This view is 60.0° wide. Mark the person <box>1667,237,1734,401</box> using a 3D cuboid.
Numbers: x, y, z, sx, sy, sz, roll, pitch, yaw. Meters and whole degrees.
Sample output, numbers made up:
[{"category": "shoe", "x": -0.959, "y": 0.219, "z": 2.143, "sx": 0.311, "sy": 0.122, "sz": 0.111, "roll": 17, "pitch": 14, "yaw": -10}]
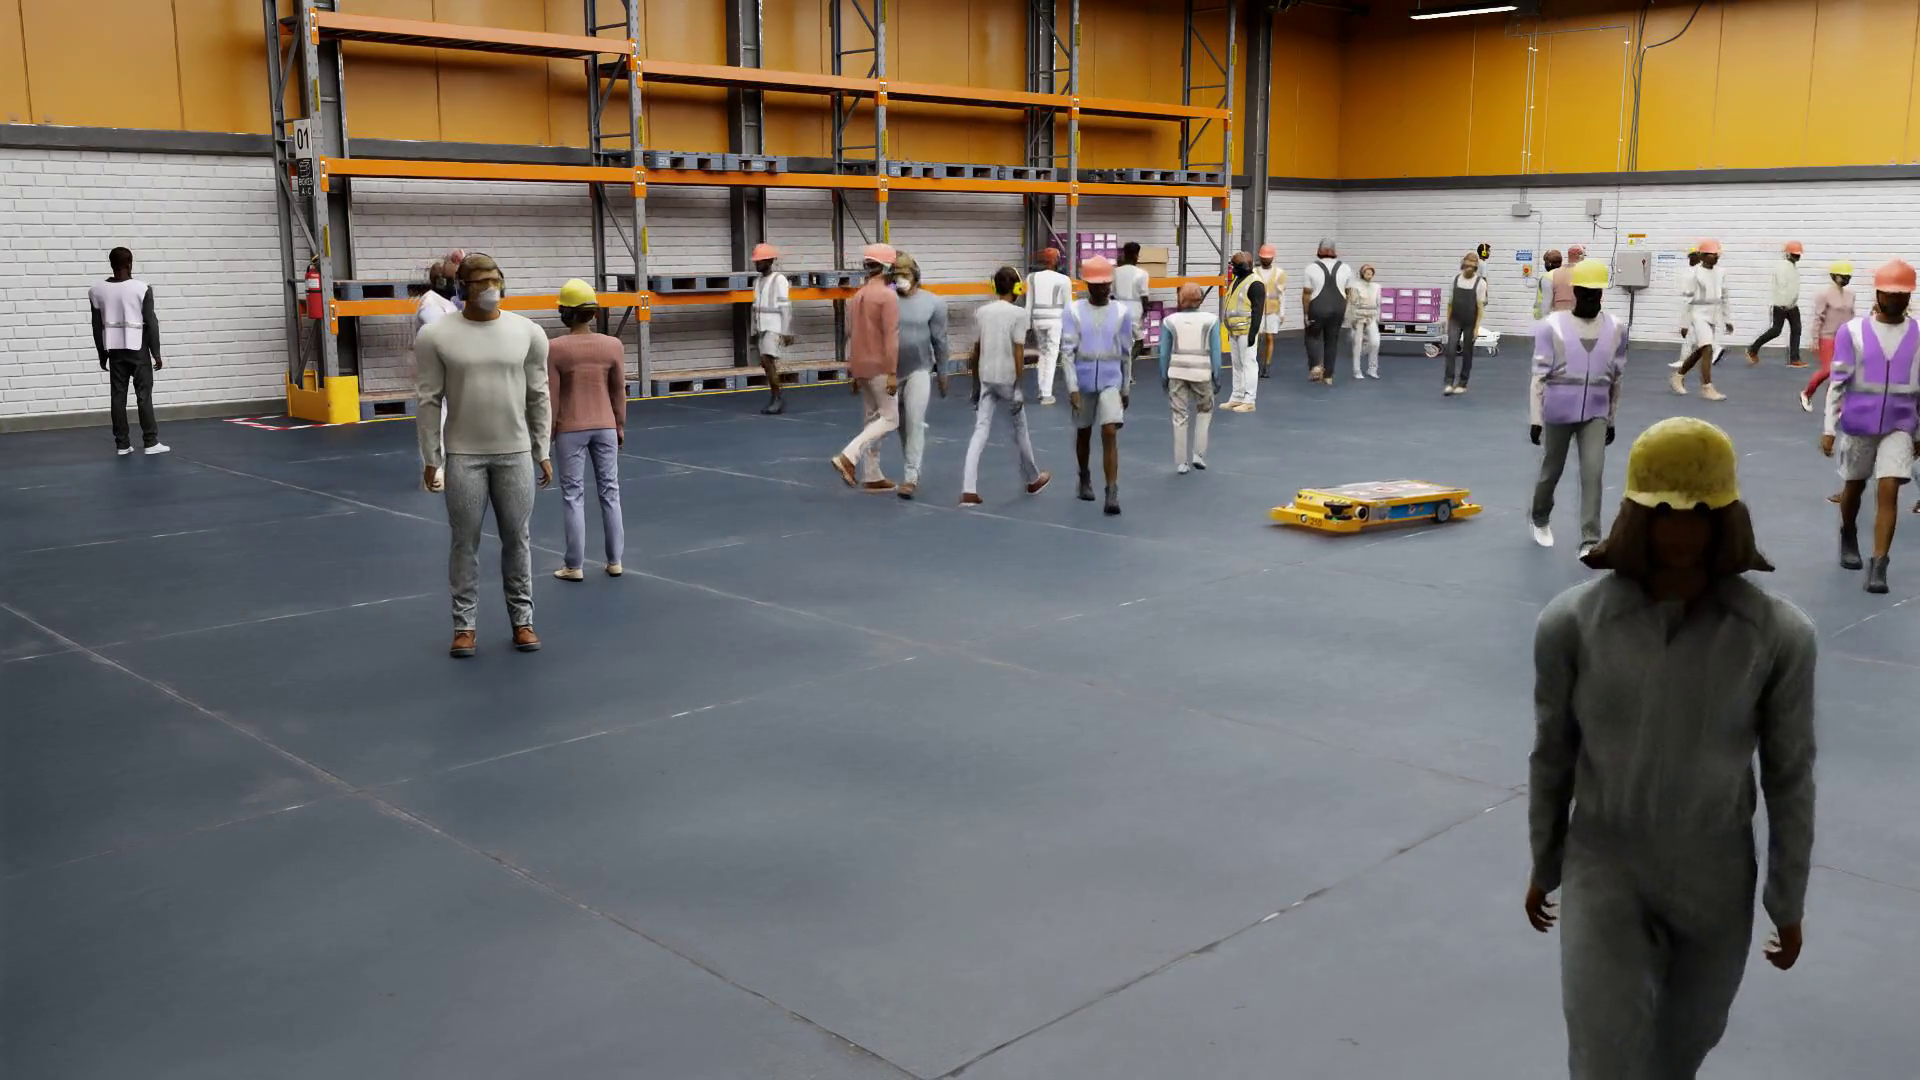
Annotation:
[{"category": "person", "x": 9.212, "y": -2.754, "z": 20.683, "sx": 0.619, "sy": 2.010, "sz": 1.005, "roll": -4, "pitch": 11, "yaw": -22}]

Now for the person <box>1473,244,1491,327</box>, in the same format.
[{"category": "person", "x": 9.490, "y": -4.458, "z": 30.329, "sx": 0.313, "sy": 1.866, "sz": 0.538, "roll": -2, "pitch": 11, "yaw": -8}]

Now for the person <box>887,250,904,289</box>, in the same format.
[{"category": "person", "x": -0.852, "y": -2.779, "z": 21.263, "sx": 0.457, "sy": 1.828, "sz": 0.595, "roll": -8, "pitch": 13, "yaw": -37}]

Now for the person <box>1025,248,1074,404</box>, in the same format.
[{"category": "person", "x": 1.120, "y": -2.580, "z": 20.096, "sx": 0.622, "sy": 1.860, "sz": 0.624, "roll": 6, "pitch": 12, "yaw": 28}]

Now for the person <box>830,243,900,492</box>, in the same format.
[{"category": "person", "x": -0.713, "y": -1.318, "z": 12.954, "sx": 0.692, "sy": 1.962, "sz": 0.636, "roll": -7, "pitch": 12, "yaw": -33}]

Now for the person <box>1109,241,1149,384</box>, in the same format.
[{"category": "person", "x": 2.260, "y": -3.042, "z": 22.398, "sx": 0.605, "sy": 1.951, "sz": 0.470, "roll": 6, "pitch": 12, "yaw": 31}]

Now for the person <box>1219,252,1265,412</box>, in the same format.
[{"category": "person", "x": 3.243, "y": -2.388, "z": 19.132, "sx": 0.430, "sy": 1.838, "sz": 0.619, "roll": -3, "pitch": 11, "yaw": -16}]

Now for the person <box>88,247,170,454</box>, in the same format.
[{"category": "person", "x": -7.690, "y": -1.740, "z": 15.374, "sx": 0.588, "sy": 1.917, "sz": 0.387, "roll": 0, "pitch": 10, "yaw": -2}]

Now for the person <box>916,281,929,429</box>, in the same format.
[{"category": "person", "x": -0.584, "y": -2.011, "z": 17.476, "sx": 0.524, "sy": 1.685, "sz": 0.536, "roll": 4, "pitch": 11, "yaw": 21}]

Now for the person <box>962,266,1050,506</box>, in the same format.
[{"category": "person", "x": 0.313, "y": -1.180, "z": 12.679, "sx": 0.540, "sy": 1.789, "sz": 1.043, "roll": 6, "pitch": 12, "yaw": 32}]

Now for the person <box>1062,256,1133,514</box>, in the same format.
[{"category": "person", "x": 1.017, "y": -1.165, "z": 12.374, "sx": 0.533, "sy": 1.882, "sz": 1.033, "roll": 0, "pitch": 10, "yaw": 1}]

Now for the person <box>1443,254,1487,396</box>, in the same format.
[{"category": "person", "x": 6.352, "y": -2.701, "z": 20.968, "sx": 0.512, "sy": 1.786, "sz": 0.845, "roll": 6, "pitch": 12, "yaw": 30}]

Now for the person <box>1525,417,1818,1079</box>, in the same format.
[{"category": "person", "x": 1.324, "y": 0.604, "z": 3.157, "sx": 0.495, "sy": 1.706, "sz": 0.853, "roll": 3, "pitch": 11, "yaw": 16}]

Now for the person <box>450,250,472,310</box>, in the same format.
[{"category": "person", "x": -4.782, "y": -1.907, "z": 16.404, "sx": 0.897, "sy": 1.870, "sz": 0.670, "roll": -8, "pitch": 13, "yaw": -37}]

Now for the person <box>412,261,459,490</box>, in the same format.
[{"category": "person", "x": -4.066, "y": -1.291, "z": 13.207, "sx": 0.530, "sy": 1.821, "sz": 0.641, "roll": 0, "pitch": 10, "yaw": -1}]

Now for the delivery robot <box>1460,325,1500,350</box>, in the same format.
[{"category": "delivery robot", "x": 8.658, "y": -3.397, "z": 27.868, "sx": 0.707, "sy": 0.478, "sz": 0.477, "roll": 6, "pitch": 12, "yaw": 30}]

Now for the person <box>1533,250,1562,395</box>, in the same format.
[{"category": "person", "x": 7.516, "y": -2.765, "z": 21.176, "sx": 0.624, "sy": 1.840, "sz": 0.430, "roll": -10, "pitch": 15, "yaw": -44}]

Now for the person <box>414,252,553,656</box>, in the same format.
[{"category": "person", "x": -2.286, "y": -0.408, "z": 8.045, "sx": 0.636, "sy": 1.939, "sz": 0.358, "roll": -4, "pitch": 11, "yaw": -20}]

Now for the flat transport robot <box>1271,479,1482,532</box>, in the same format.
[{"category": "flat transport robot", "x": 2.963, "y": -0.258, "z": 11.782, "sx": 1.431, "sy": 0.197, "sz": 0.652, "roll": -7, "pitch": 12, "yaw": -32}]

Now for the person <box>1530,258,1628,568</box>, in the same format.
[{"category": "person", "x": 3.867, "y": -0.824, "z": 10.473, "sx": 0.596, "sy": 1.889, "sz": 0.980, "roll": 1, "pitch": 10, "yaw": 3}]

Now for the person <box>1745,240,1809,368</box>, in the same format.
[{"category": "person", "x": 12.665, "y": -3.641, "z": 25.651, "sx": 0.608, "sy": 1.957, "sz": 0.876, "roll": -6, "pitch": 12, "yaw": -31}]

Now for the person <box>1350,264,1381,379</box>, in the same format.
[{"category": "person", "x": 5.712, "y": -3.057, "z": 23.368, "sx": 0.512, "sy": 1.617, "sz": 0.543, "roll": -2, "pitch": 11, "yaw": -13}]

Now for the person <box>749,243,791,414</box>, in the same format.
[{"category": "person", "x": -2.181, "y": -2.369, "z": 18.765, "sx": 0.472, "sy": 1.922, "sz": 0.560, "roll": -9, "pitch": 14, "yaw": -41}]

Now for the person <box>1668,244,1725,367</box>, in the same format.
[{"category": "person", "x": 11.339, "y": -3.578, "z": 25.465, "sx": 0.672, "sy": 1.894, "sz": 0.603, "roll": 8, "pitch": 13, "yaw": 38}]

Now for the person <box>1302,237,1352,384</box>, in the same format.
[{"category": "person", "x": 4.969, "y": -3.138, "z": 22.655, "sx": 0.684, "sy": 2.000, "sz": 0.540, "roll": -1, "pitch": 10, "yaw": -4}]

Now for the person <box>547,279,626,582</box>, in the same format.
[{"category": "person", "x": -2.209, "y": -0.637, "z": 9.766, "sx": 0.525, "sy": 1.771, "sz": 0.310, "roll": -7, "pitch": 12, "yaw": -33}]

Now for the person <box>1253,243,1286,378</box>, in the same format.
[{"category": "person", "x": 4.343, "y": -3.248, "z": 23.622, "sx": 0.543, "sy": 1.906, "sz": 0.476, "roll": 2, "pitch": 11, "yaw": 12}]

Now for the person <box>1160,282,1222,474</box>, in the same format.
[{"category": "person", "x": 1.965, "y": -1.376, "z": 14.159, "sx": 0.545, "sy": 1.620, "sz": 0.457, "roll": 3, "pitch": 11, "yaw": 17}]

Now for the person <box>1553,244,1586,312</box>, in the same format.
[{"category": "person", "x": 7.675, "y": -2.739, "z": 20.845, "sx": 0.399, "sy": 1.908, "sz": 0.643, "roll": -7, "pitch": 13, "yaw": -34}]

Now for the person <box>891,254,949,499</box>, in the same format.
[{"category": "person", "x": -0.409, "y": -1.294, "z": 13.071, "sx": 0.618, "sy": 1.885, "sz": 1.064, "roll": 2, "pitch": 11, "yaw": 13}]

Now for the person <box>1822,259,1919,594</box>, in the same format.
[{"category": "person", "x": 5.372, "y": -0.694, "z": 9.749, "sx": 0.558, "sy": 1.900, "sz": 0.985, "roll": 4, "pitch": 11, "yaw": 23}]

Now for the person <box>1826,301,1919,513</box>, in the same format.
[{"category": "person", "x": 6.858, "y": -1.004, "z": 12.218, "sx": 0.508, "sy": 1.598, "sz": 0.792, "roll": -4, "pitch": 11, "yaw": -23}]

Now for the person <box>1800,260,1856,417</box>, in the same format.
[{"category": "person", "x": 9.772, "y": -2.250, "z": 18.605, "sx": 0.526, "sy": 1.757, "sz": 0.404, "roll": -4, "pitch": 11, "yaw": -20}]
